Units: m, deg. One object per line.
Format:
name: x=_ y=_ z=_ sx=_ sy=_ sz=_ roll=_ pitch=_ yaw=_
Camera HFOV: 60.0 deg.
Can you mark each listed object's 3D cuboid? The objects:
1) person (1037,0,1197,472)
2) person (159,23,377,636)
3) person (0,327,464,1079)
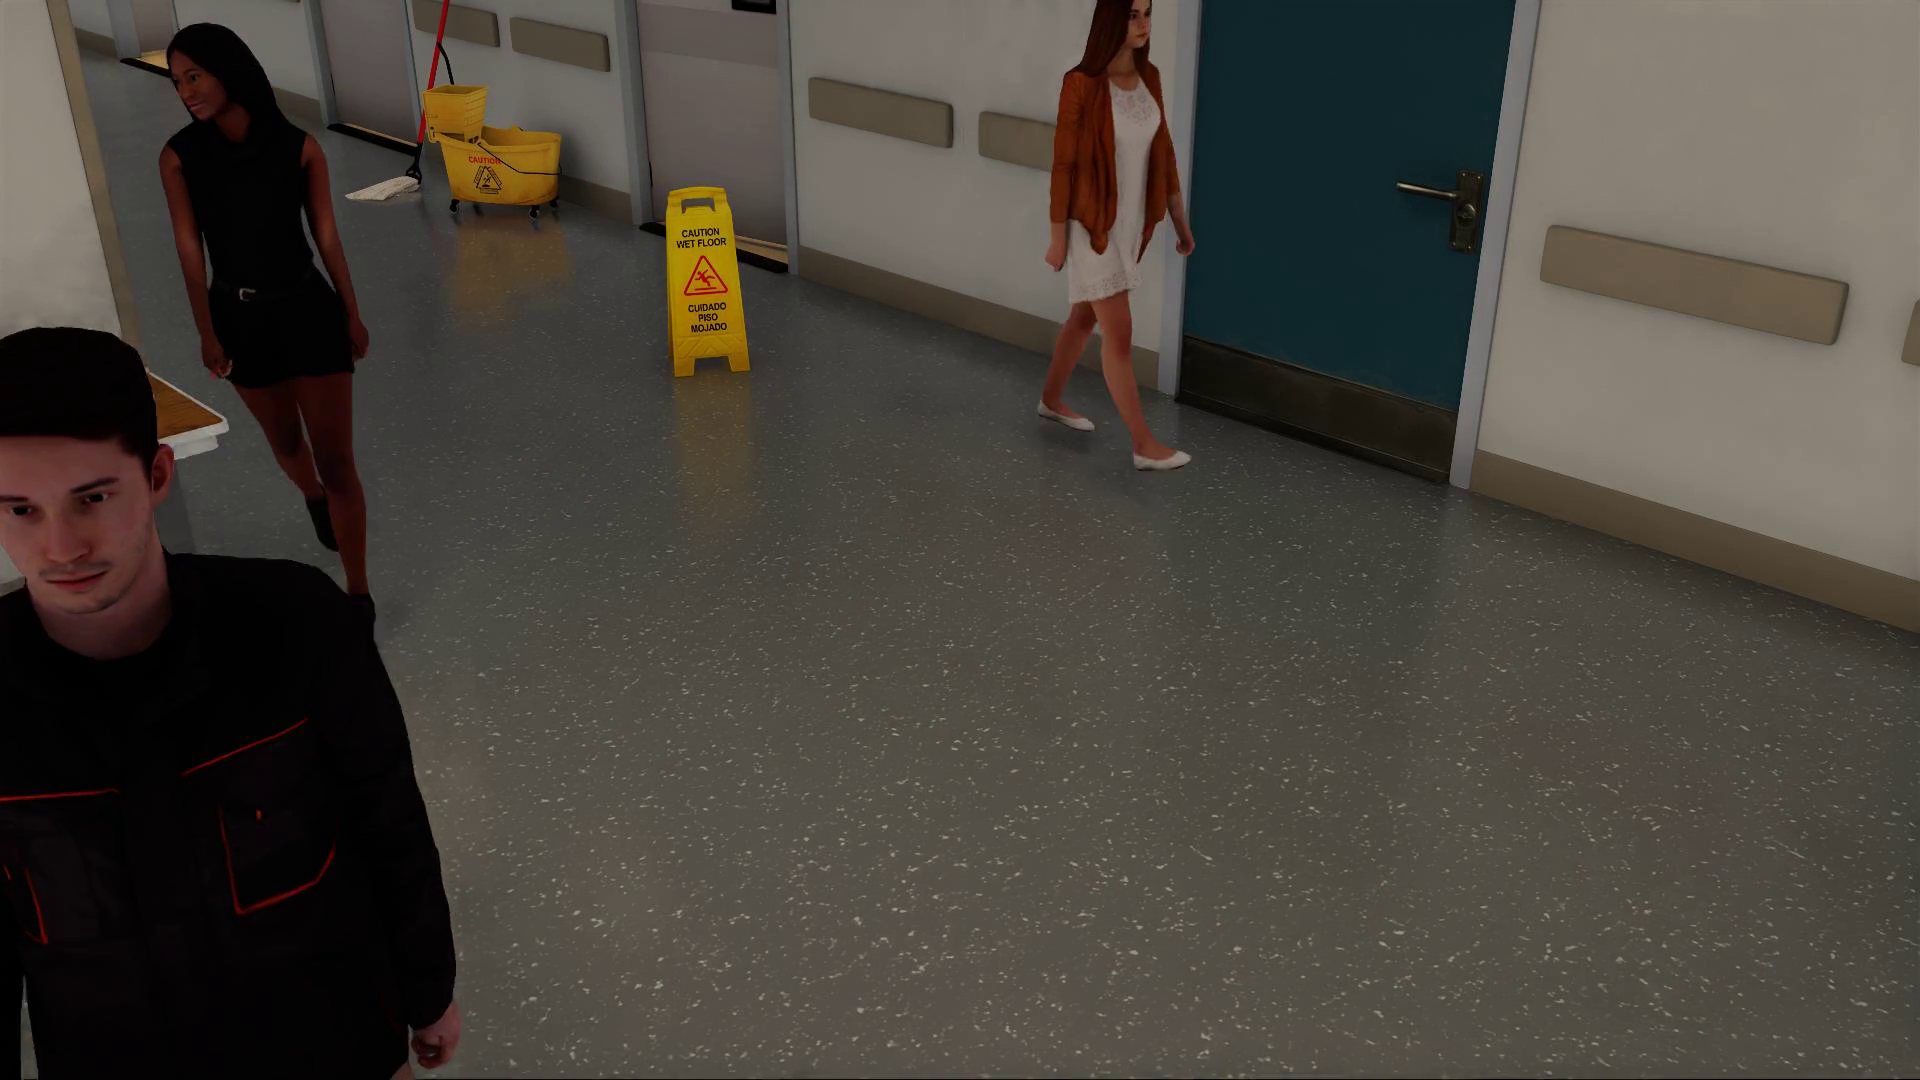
person: x=0.464 y=-1.113 z=5.941 sx=0.607 sy=1.672 sz=1.054 roll=-23 pitch=34 yaw=-39
person: x=-1.990 y=-0.604 z=4.853 sx=0.993 sy=1.699 sz=1.224 roll=-8 pitch=27 yaw=-16
person: x=-0.892 y=0.647 z=2.059 sx=1.044 sy=1.873 sz=1.309 roll=-10 pitch=27 yaw=-19
